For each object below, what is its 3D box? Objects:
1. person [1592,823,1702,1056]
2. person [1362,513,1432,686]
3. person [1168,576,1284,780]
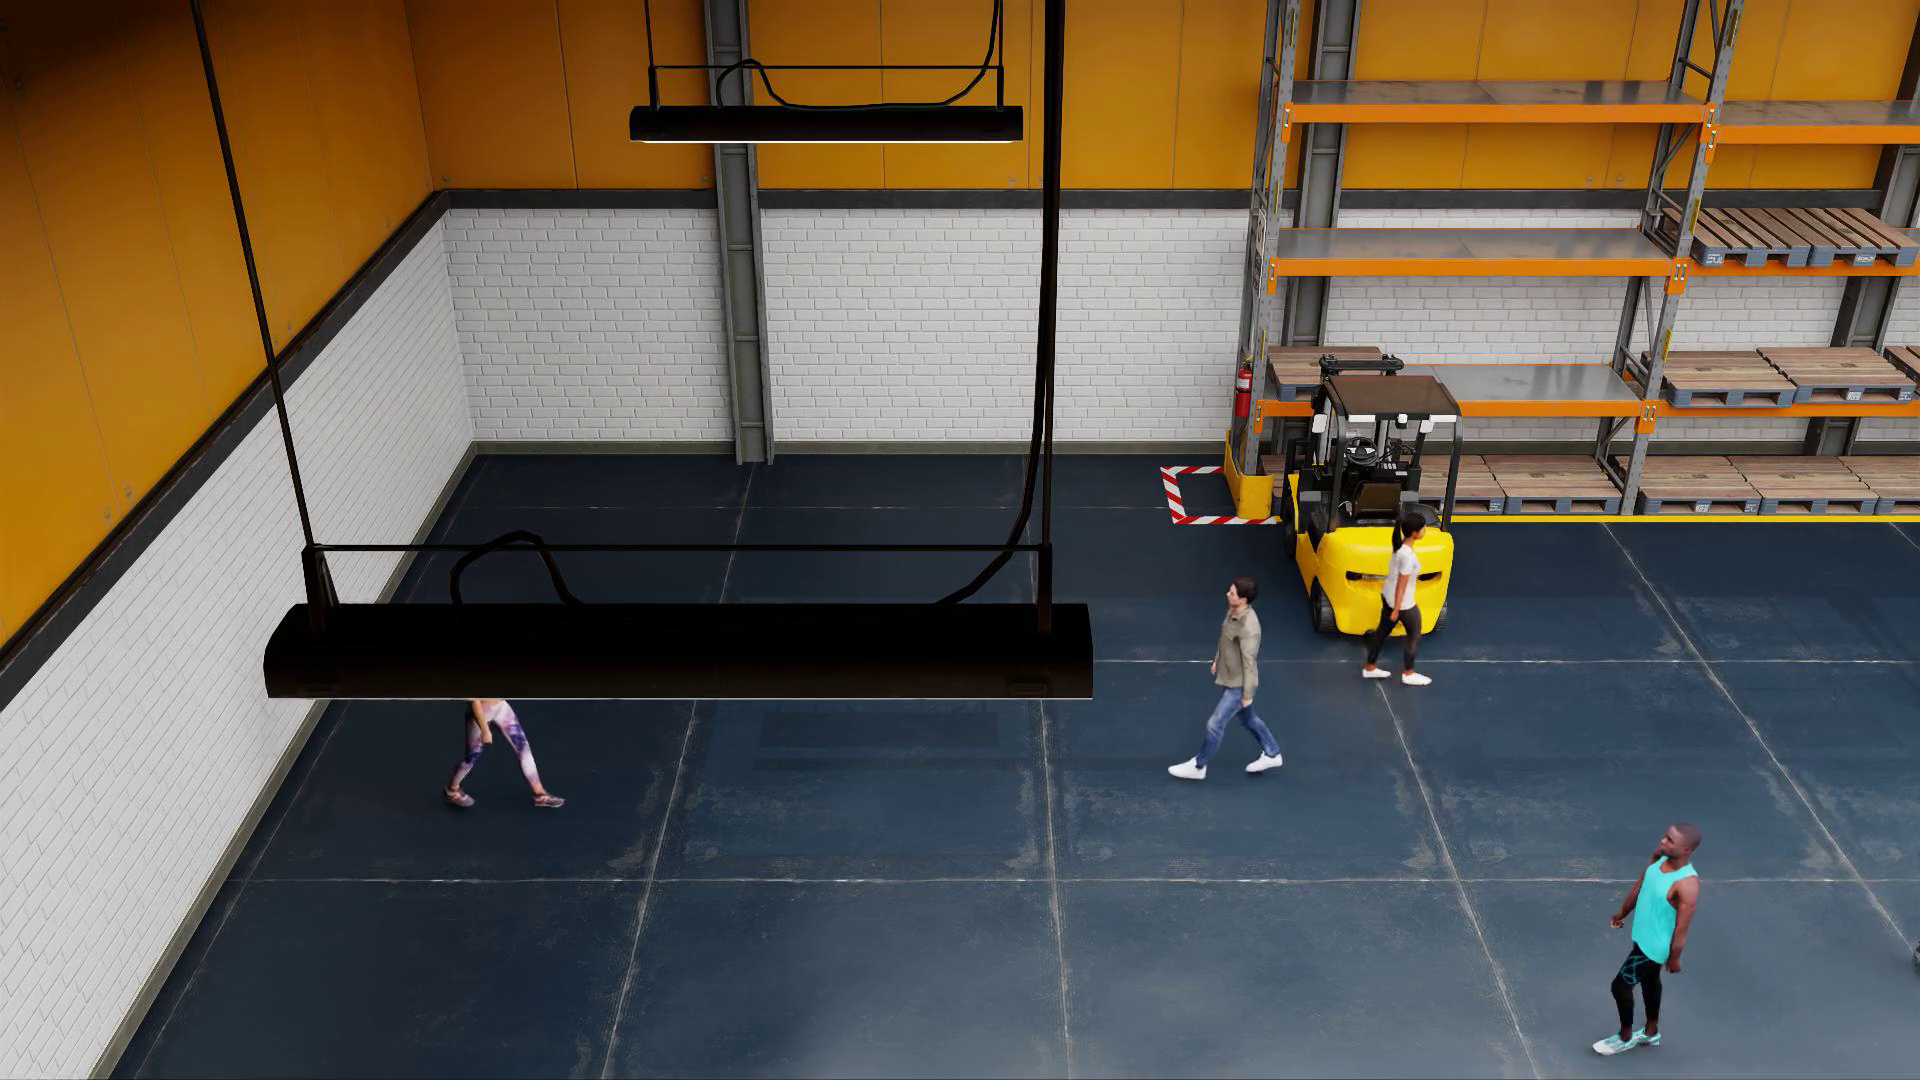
[{"bbox_3d":[4.475,2.522,10.494,0.707,1.795,0.644,3,29,5],"label":"person"},{"bbox_3d":[3.690,0.521,14.344,0.779,1.621,0.580,0,29,1],"label":"person"},{"bbox_3d":[2.270,1.109,13.045,1.134,1.834,0.698,0,29,0],"label":"person"}]
